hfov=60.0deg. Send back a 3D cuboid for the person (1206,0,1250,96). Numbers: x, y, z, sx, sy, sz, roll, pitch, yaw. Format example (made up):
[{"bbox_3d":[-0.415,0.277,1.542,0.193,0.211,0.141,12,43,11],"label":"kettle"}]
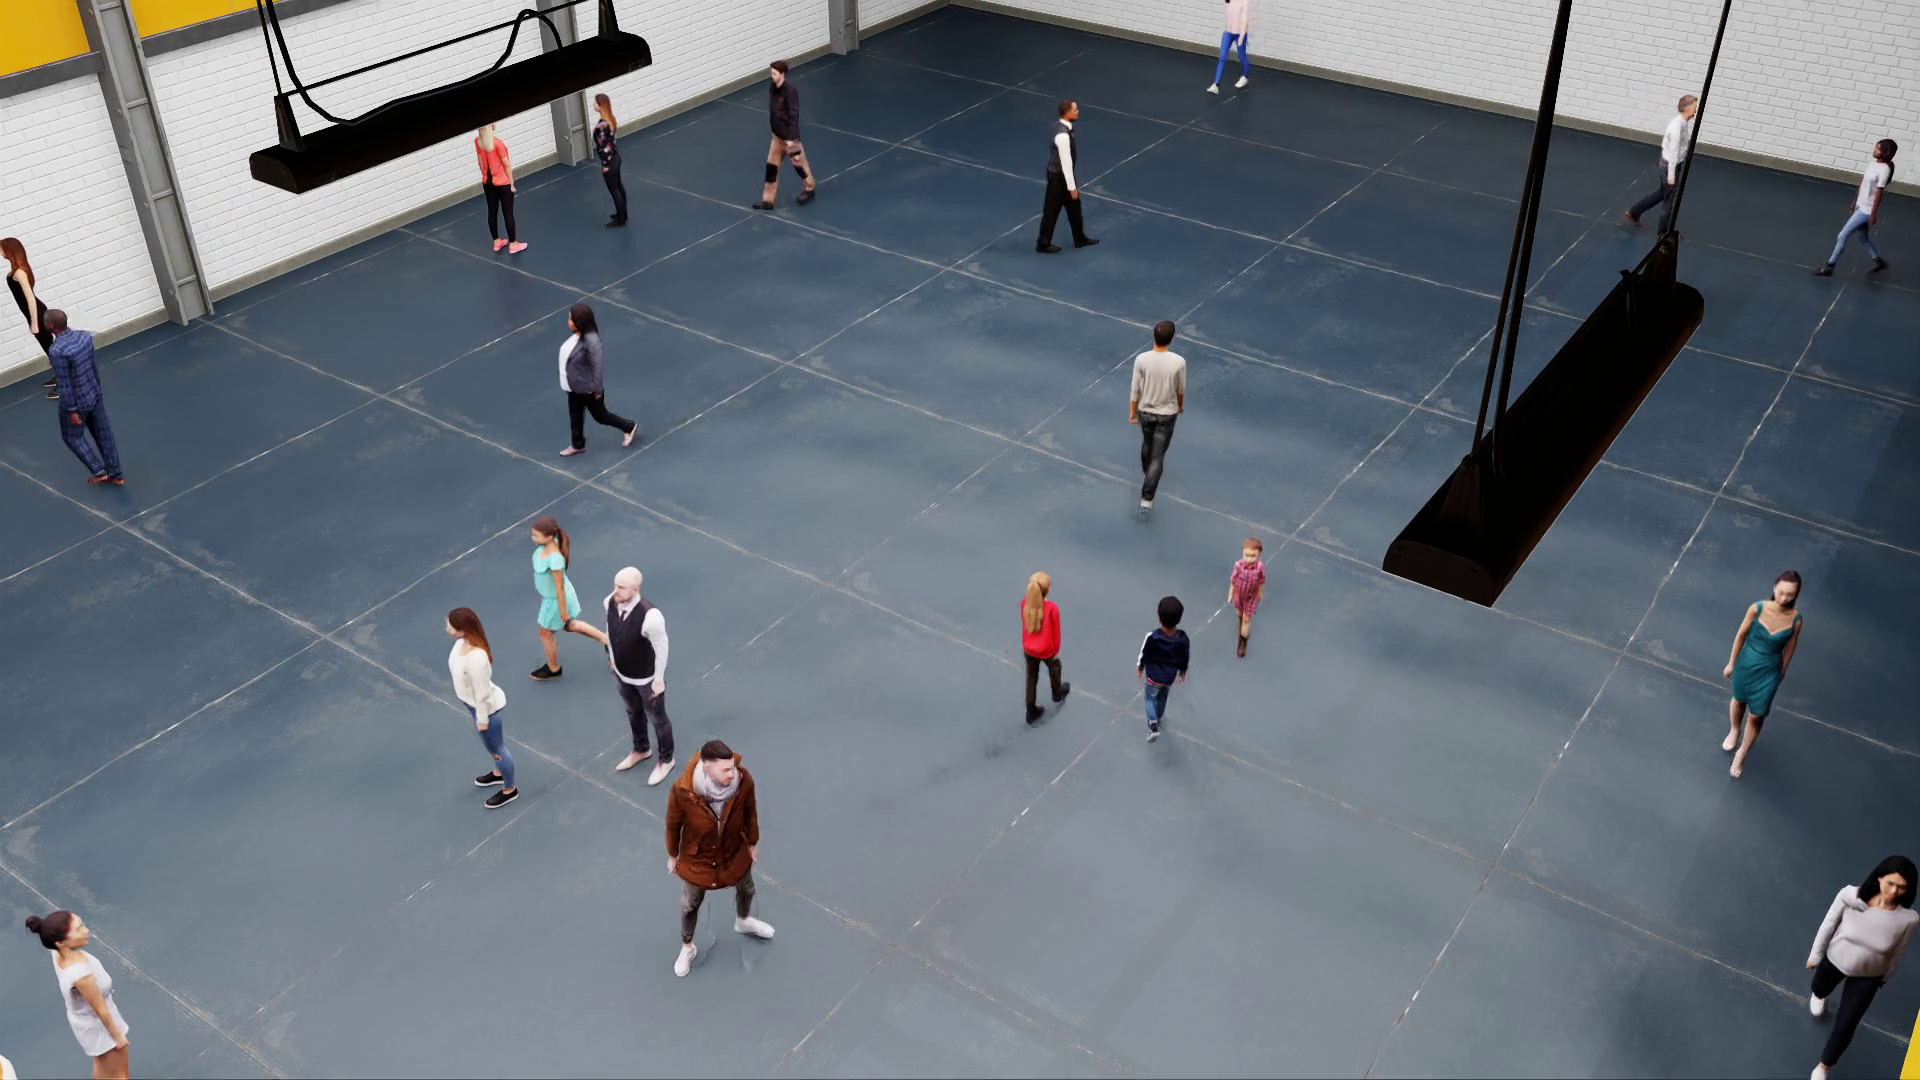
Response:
[{"bbox_3d":[4.178,-7.551,24.935,0.792,1.702,1.232,28,43,36],"label":"person"}]

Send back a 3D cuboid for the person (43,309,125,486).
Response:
[{"bbox_3d":[-8.072,-1.294,15.421,0.846,1.814,0.709,9,35,13],"label":"person"}]

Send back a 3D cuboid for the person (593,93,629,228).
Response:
[{"bbox_3d":[-4.349,-4.738,20.721,0.715,1.684,0.617,1,34,1],"label":"person"}]

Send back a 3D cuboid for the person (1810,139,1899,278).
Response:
[{"bbox_3d":[10.602,-3.813,19.327,0.976,1.685,1.126,6,34,8],"label":"person"}]

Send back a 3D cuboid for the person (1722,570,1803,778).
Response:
[{"bbox_3d":[5.881,0.905,12.245,0.556,1.667,0.739,20,38,27],"label":"person"}]

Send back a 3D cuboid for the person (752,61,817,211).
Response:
[{"bbox_3d":[-2.134,-5.138,21.145,0.803,1.879,1.247,27,42,34],"label":"person"}]

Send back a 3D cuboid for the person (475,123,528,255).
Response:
[{"bbox_3d":[-5.587,-4.302,20.056,0.632,1.693,0.578,14,36,21],"label":"person"}]

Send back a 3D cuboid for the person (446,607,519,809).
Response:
[{"bbox_3d":[-3.391,1.164,11.831,0.719,1.694,0.705,-14,36,-20],"label":"person"}]

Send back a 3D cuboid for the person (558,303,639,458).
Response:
[{"bbox_3d":[-3.520,-1.539,16.008,1.118,1.572,0.891,-21,39,-29],"label":"person"}]

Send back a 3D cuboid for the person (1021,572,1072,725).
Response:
[{"bbox_3d":[0.578,0.852,12.691,0.562,1.262,0.791,17,37,24],"label":"person"}]

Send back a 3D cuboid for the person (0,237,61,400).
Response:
[{"bbox_3d":[-9.439,-2.295,17.007,0.658,1.726,0.645,-16,37,-22],"label":"person"}]

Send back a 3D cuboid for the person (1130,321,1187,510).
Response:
[{"bbox_3d":[1.797,-1.102,15.172,0.847,1.769,1.207,10,35,15],"label":"person"}]

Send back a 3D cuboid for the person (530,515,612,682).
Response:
[{"bbox_3d":[-3.085,0.444,13.056,1.039,1.537,0.948,-7,34,-10],"label":"person"}]

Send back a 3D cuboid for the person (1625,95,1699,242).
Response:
[{"bbox_3d":[8.637,-4.569,20.353,0.873,1.808,0.977,11,35,16],"label":"person"}]

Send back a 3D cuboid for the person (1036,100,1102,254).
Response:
[{"bbox_3d":[1.107,-4.307,19.913,1.113,1.860,1.118,1,34,1],"label":"person"}]

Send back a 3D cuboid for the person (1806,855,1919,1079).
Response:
[{"bbox_3d":[5.311,2.468,9.888,0.602,1.674,1.040,21,39,28],"label":"person"}]

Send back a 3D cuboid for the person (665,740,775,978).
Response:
[{"bbox_3d":[-1.547,1.955,10.536,0.872,1.811,1.016,-4,34,-7],"label":"person"}]

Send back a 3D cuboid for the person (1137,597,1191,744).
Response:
[{"bbox_3d":[1.520,1.007,12.508,0.737,1.207,0.822,-2,34,-3],"label":"person"}]

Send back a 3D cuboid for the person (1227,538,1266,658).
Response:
[{"bbox_3d":[2.346,0.396,13.603,0.577,1.011,0.790,9,35,13],"label":"person"}]

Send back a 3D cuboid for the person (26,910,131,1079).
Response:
[{"bbox_3d":[-4.952,2.743,9.532,0.595,1.609,0.552,29,43,36],"label":"person"}]

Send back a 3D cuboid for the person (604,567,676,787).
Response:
[{"bbox_3d":[-2.313,0.958,12.025,0.676,1.823,0.568,21,39,28],"label":"person"}]
